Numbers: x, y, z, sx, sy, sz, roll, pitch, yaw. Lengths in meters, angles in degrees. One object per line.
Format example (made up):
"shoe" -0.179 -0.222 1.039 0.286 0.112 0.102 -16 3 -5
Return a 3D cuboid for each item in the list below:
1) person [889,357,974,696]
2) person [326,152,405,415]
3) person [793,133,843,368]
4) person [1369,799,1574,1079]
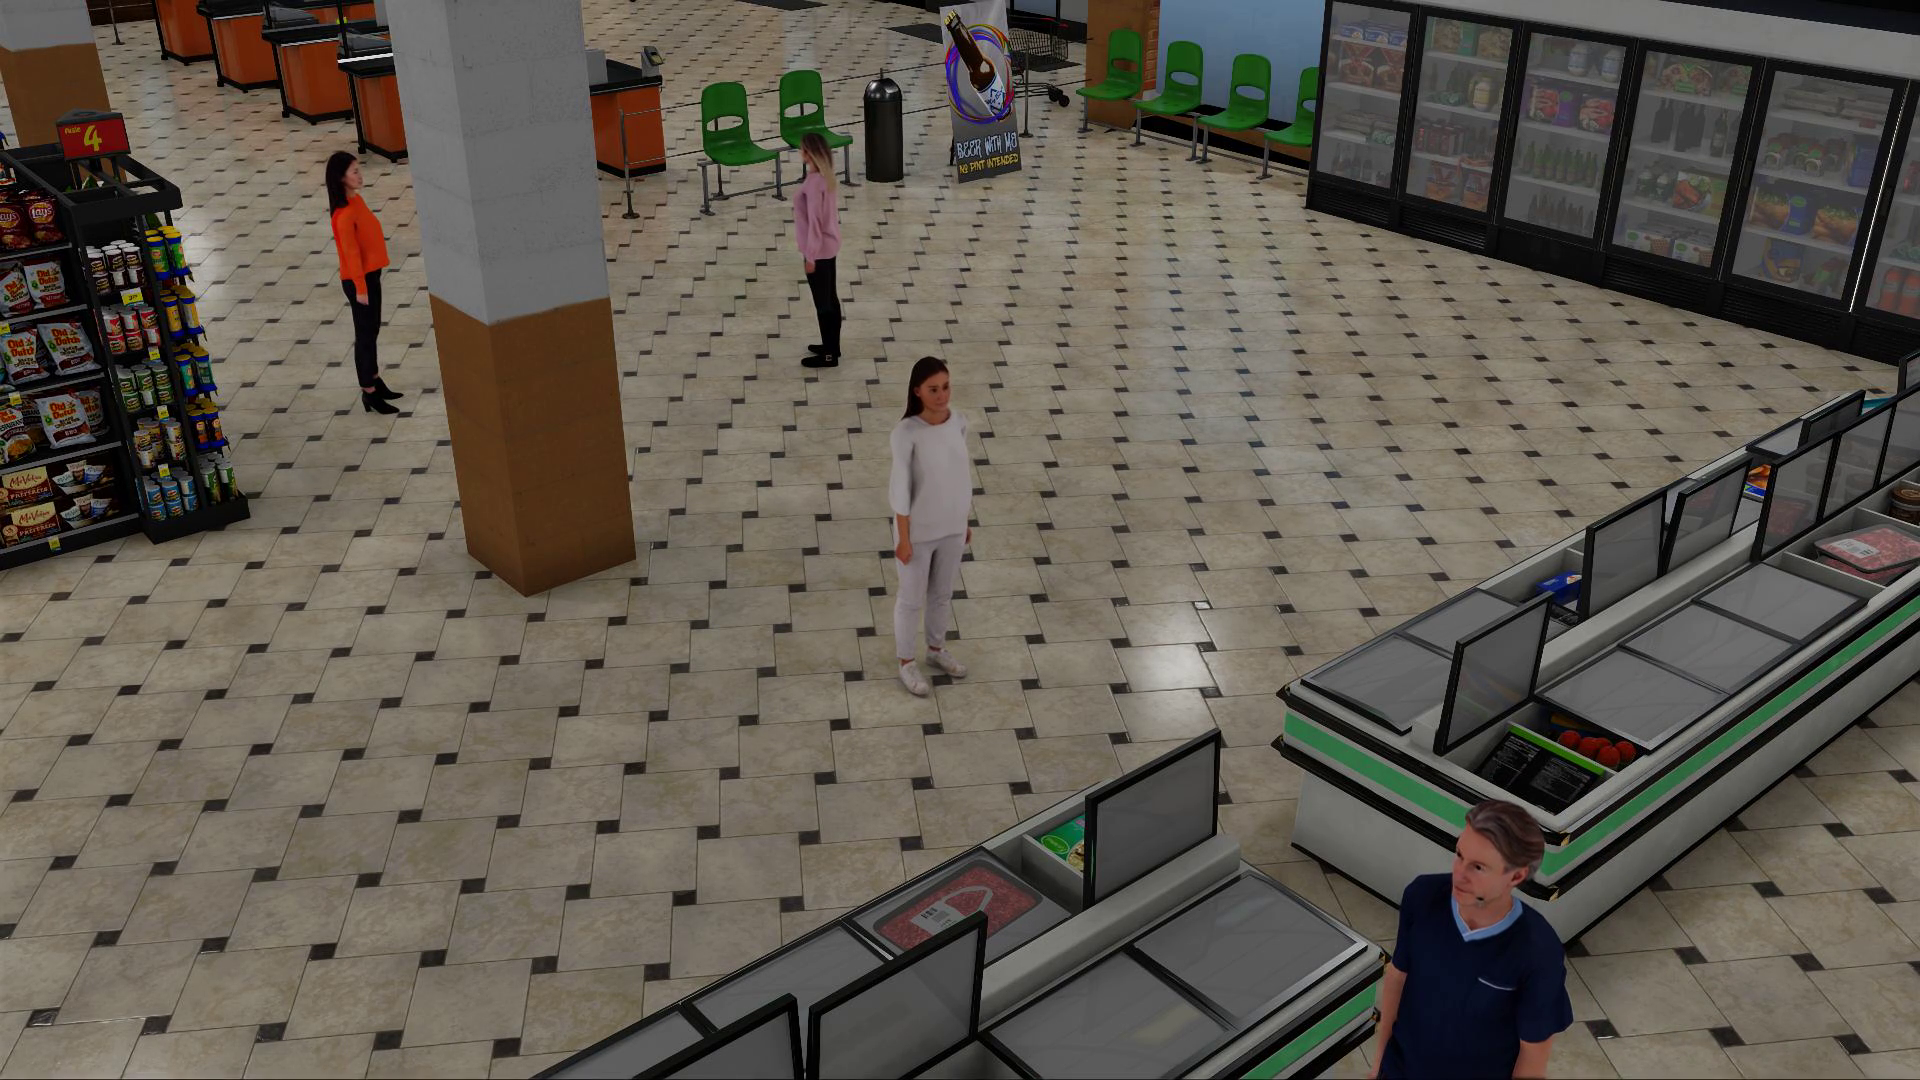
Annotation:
"person" -0.144 -0.079 7.943 0.447 1.687 0.650 -21 34 -35
"person" -3.998 -1.719 11.110 0.718 1.749 0.708 -4 27 -9
"person" -0.980 -2.071 11.872 0.745 1.687 0.671 5 27 9
"person" 1.355 1.507 4.612 0.522 1.871 0.647 -21 34 -35
